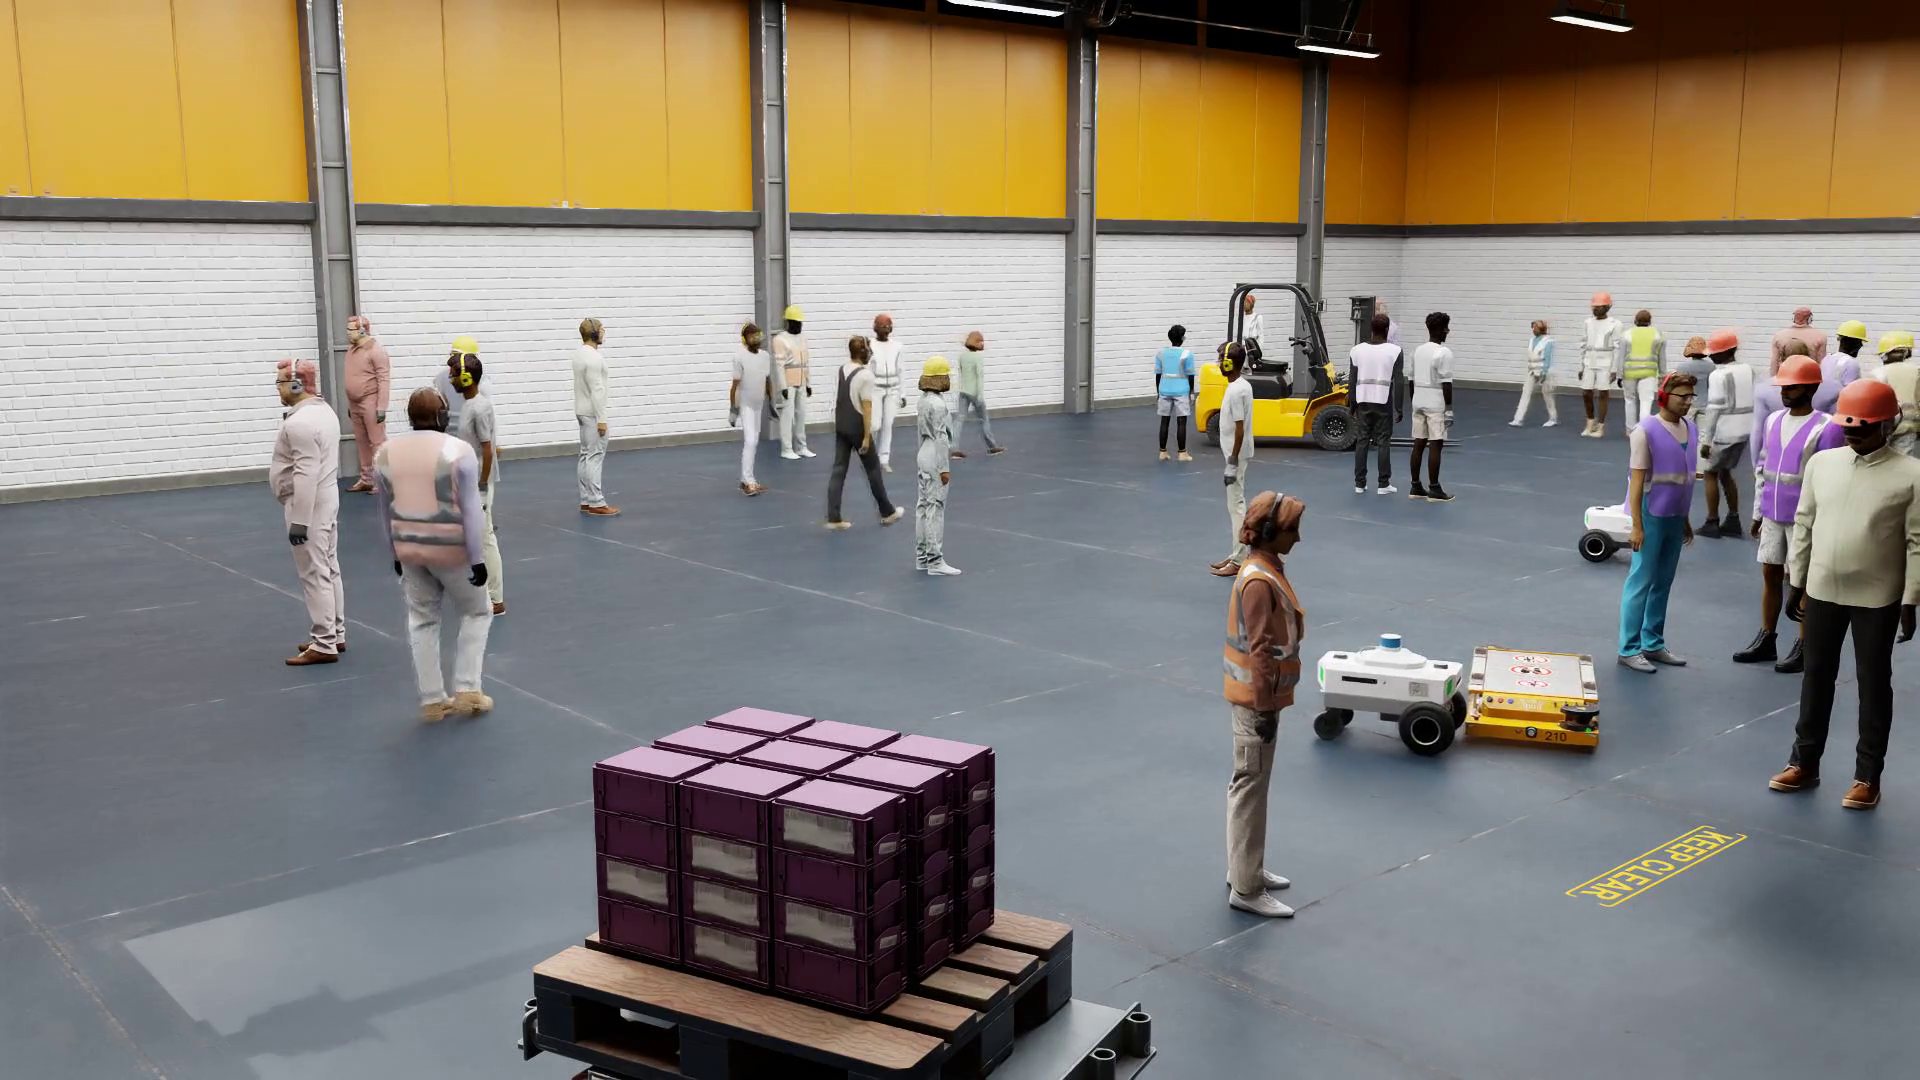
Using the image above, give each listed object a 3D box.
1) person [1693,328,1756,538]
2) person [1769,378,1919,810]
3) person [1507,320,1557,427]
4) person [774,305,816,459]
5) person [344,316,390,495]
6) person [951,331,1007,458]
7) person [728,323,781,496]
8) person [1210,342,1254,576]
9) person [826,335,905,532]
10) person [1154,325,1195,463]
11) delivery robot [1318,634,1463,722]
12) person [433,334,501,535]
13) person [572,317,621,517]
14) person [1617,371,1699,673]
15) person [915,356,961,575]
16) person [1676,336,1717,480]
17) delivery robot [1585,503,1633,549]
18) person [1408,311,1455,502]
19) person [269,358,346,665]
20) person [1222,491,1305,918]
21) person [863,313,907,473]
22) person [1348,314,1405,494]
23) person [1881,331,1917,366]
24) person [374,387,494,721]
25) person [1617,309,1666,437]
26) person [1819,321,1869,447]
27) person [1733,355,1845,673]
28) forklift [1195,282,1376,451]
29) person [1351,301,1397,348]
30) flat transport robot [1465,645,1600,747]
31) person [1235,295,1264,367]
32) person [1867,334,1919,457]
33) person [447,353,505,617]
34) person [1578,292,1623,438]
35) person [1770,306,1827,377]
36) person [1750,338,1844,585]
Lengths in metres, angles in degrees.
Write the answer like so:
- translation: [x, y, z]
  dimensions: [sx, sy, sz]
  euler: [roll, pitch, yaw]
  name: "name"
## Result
- translation: [6.848, -0.945, 14.903]
  dimensions: [0.579, 1.891, 0.417]
  euler: [-6, 11, -29]
  name: "person"
- translation: [4.121, 0.242, 7.684]
  dimensions: [0.393, 1.985, 0.611]
  euler: [-8, 12, -38]
  name: "person"
- translation: [8.550, -2.454, 24.604]
  dimensions: [0.857, 1.588, 0.534]
  euler: [-4, 11, -23]
  name: "person"
- translation: [-2.068, -1.973, 20.840]
  dimensions: [0.384, 1.922, 0.601]
  euler: [7, 12, 34]
  name: "person"
- translation: [-6.344, -1.432, 17.729]
  dimensions: [0.644, 1.904, 0.399]
  euler: [8, 12, 38]
  name: "person"
- translation: [0.203, -1.830, 20.950]
  dimensions: [0.835, 1.586, 0.517]
  euler: [-8, 13, -39]
  name: "person"
- translation: [-2.219, -1.384, 17.717]
  dimensions: [0.680, 1.831, 0.629]
  euler: [7, 12, 34]
  name: "person"
- translation: [2.158, -0.635, 13.182]
  dimensions: [0.333, 1.864, 0.520]
  euler: [2, 10, 13]
  name: "person"
- translation: [-0.912, -0.992, 15.451]
  dimensions: [0.538, 1.802, 0.932]
  euler: [8, 12, 39]
  name: "person"
- translation: [2.650, -1.802, 20.491]
  dimensions: [0.540, 1.697, 0.317]
  euler: [6, 11, 32]
  name: "person"
- translation: [2.244, 0.736, 8.701]
  dimensions: [0.707, 0.478, 0.477]
  euler: [4, 11, 24]
  name: "delivery robot"
- translation: [-4.449, -0.940, 15.052]
  dimensions: [0.600, 1.829, 0.404]
  euler: [3, 10, 19]
  name: "person"
- translation: [-3.577, -1.198, 16.253]
  dimensions: [0.365, 1.939, 0.636]
  euler: [-5, 11, -27]
  name: "person"
- translation: [4.288, -0.120, 10.221]
  dimensions: [0.572, 1.840, 0.374]
  euler: [-7, 12, -34]
  name: "person"
- translation: [-0.187, -0.596, 13.301]
  dimensions: [0.294, 1.744, 0.484]
  euler: [-4, 10, -20]
  name: "person"
- translation: [8.275, -1.479, 18.790]
  dimensions: [0.500, 1.633, 0.280]
  euler: [-2, 10, -13]
  name: "person"
- translation: [5.576, -0.135, 13.797]
  dimensions: [0.707, 0.478, 0.477]
  euler: [6, 11, 31]
  name: "delivery robot"
- translation: [4.896, -1.382, 17.247]
  dimensions: [0.368, 1.967, 0.600]
  euler: [-4, 11, -24]
  name: "person"
- translation: [-4.076, -0.177, 10.376]
  dimensions: [0.406, 1.904, 0.654]
  euler: [-1, 10, -8]
  name: "person"
- translation: [1.172, 0.623, 6.467]
  dimensions: [0.309, 1.640, 0.513]
  euler: [2, 10, 10]
  name: "person"
- translation: [-0.900, -1.714, 19.487]
  dimensions: [0.576, 1.872, 0.405]
  euler: [-4, 11, -24]
  name: "person"
- translation: [4.442, -1.447, 17.776]
  dimensions: [0.596, 1.915, 0.373]
  euler: [6, 11, 32]
  name: "person"
- translation: [9.982, -1.343, 17.693]
  dimensions: [0.795, 1.731, 0.533]
  euler: [2, 10, 14]
  name: "person"
- translation: [-2.839, 0.078, 9.087]
  dimensions: [0.662, 1.830, 0.525]
  euler: [3, 10, 15]
  name: "person"
- translation: [9.423, -2.287, 23.018]
  dimensions: [0.635, 1.811, 0.876]
  euler: [3, 10, 19]
  name: "person"
- translation: [8.465, -1.144, 15.998]
  dimensions: [0.381, 1.918, 0.584]
  euler: [0, 10, 0]
  name: "person"
- translation: [5.074, -0.160, 10.176]
  dimensions: [0.358, 1.937, 0.548]
  euler: [-4, 11, -24]
  name: "person"
- translation: [4.328, -2.346, 22.227]
  dimensions: [2.313, 2.155, 1.214]
  euler: [3, 10, 16]
  name: "forklift"
- translation: [5.947, -2.464, 23.838]
  dimensions: [0.683, 1.898, 0.393]
  euler: [0, 10, 3]
  name: "person"
- translation: [3.170, 0.836, 9.218]
  dimensions: [0.652, 0.197, 1.431]
  euler: [3, 10, 18]
  name: "flat transport robot"
- translation: [4.815, -3.141, 27.791]
  dimensions: [0.361, 1.882, 0.574]
  euler: [-7, 12, -34]
  name: "person"
- translation: [8.970, -1.080, 16.022]
  dimensions: [0.641, 1.793, 0.788]
  euler: [1, 10, 7]
  name: "person"
- translation: [-3.406, -0.380, 11.684]
  dimensions: [0.329, 1.865, 0.518]
  euler: [-4, 11, -23]
  name: "person"
- translation: [8.924, -2.433, 23.227]
  dimensions: [0.537, 2.033, 0.610]
  euler: [-8, 12, -38]
  name: "person"
- translation: [10.565, -1.988, 20.970]
  dimensions: [0.638, 1.910, 0.402]
  euler: [7, 12, 35]
  name: "person"
- translation: [6.455, -0.602, 12.863]
  dimensions: [0.660, 1.905, 0.450]
  euler: [4, 11, 23]
  name: "person"
